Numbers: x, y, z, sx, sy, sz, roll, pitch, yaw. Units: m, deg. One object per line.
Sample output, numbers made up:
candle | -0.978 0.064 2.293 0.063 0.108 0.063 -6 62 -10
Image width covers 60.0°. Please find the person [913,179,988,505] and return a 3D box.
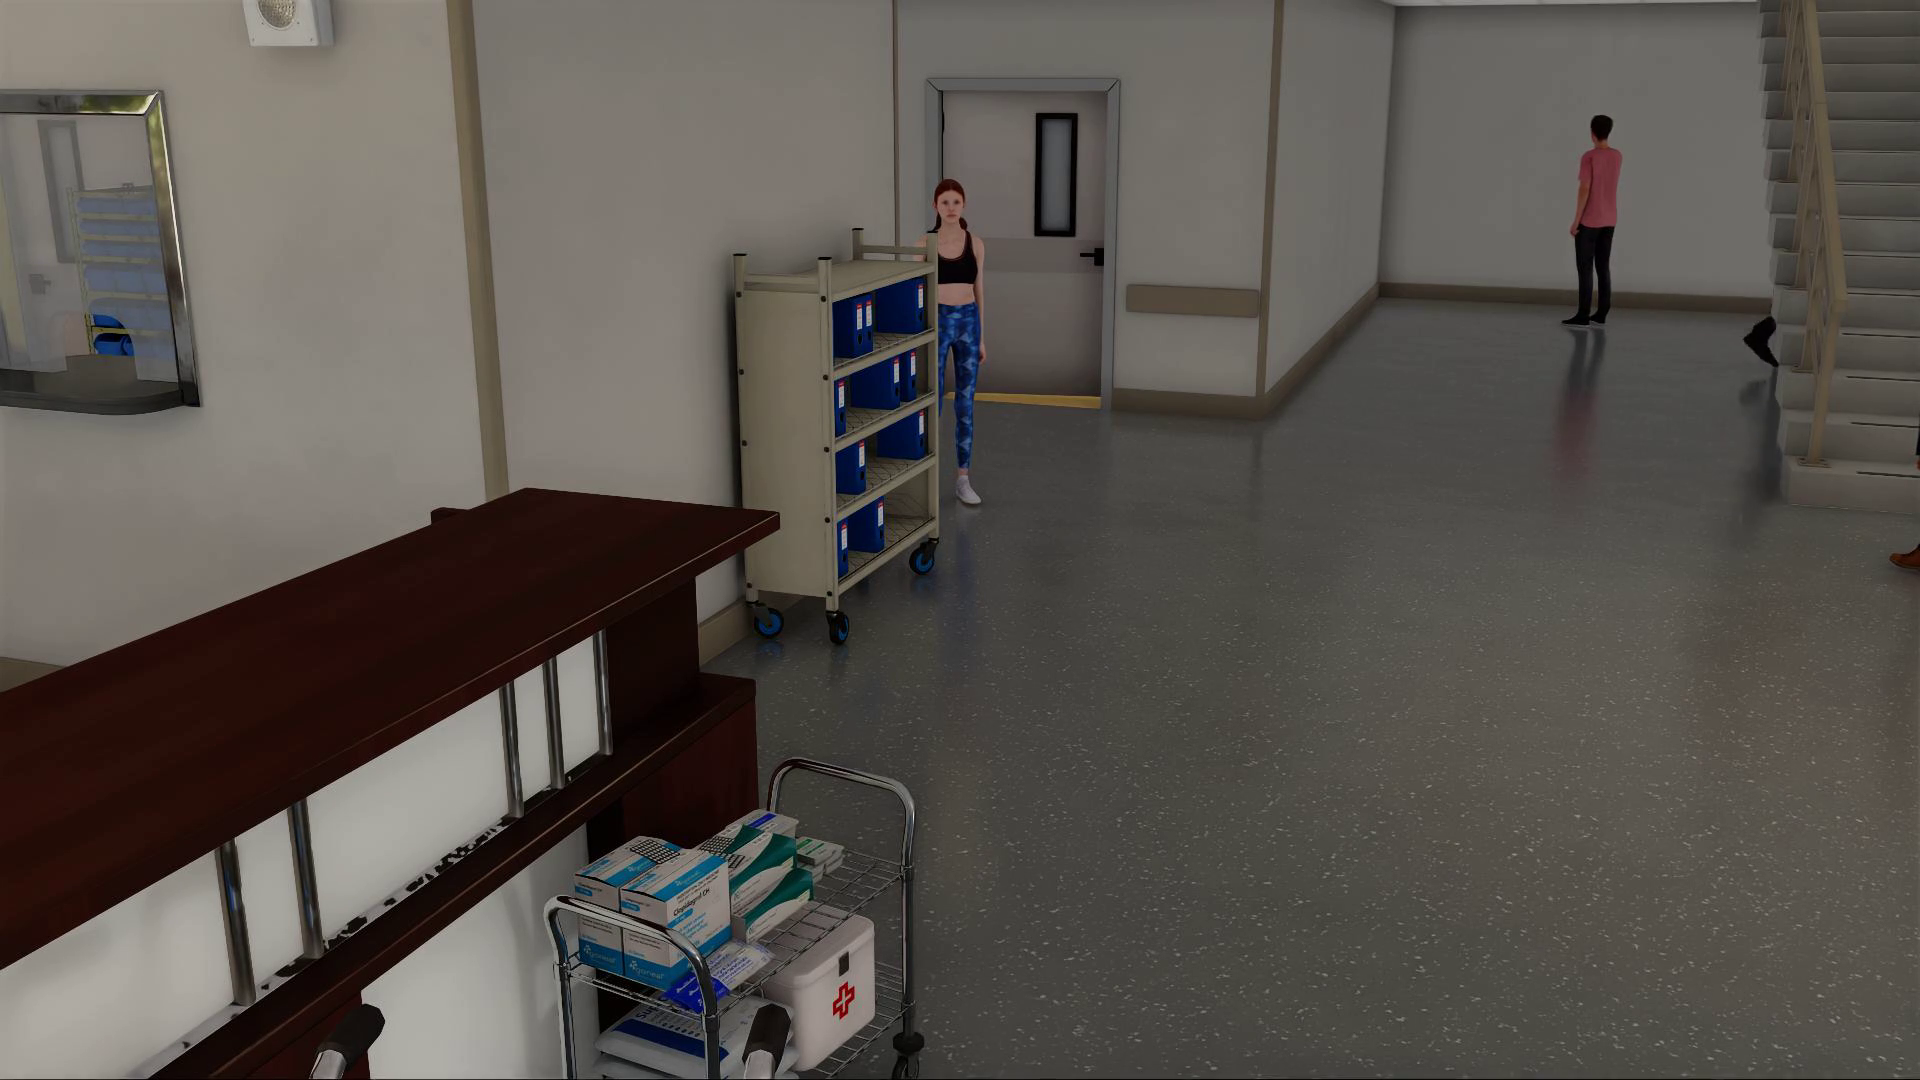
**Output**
person | -0.053 -1.077 9.165 0.683 1.785 0.727 -4 16 -14

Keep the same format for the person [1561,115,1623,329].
person | 5.982 -2.996 15.648 0.698 1.959 0.760 -8 17 -25
